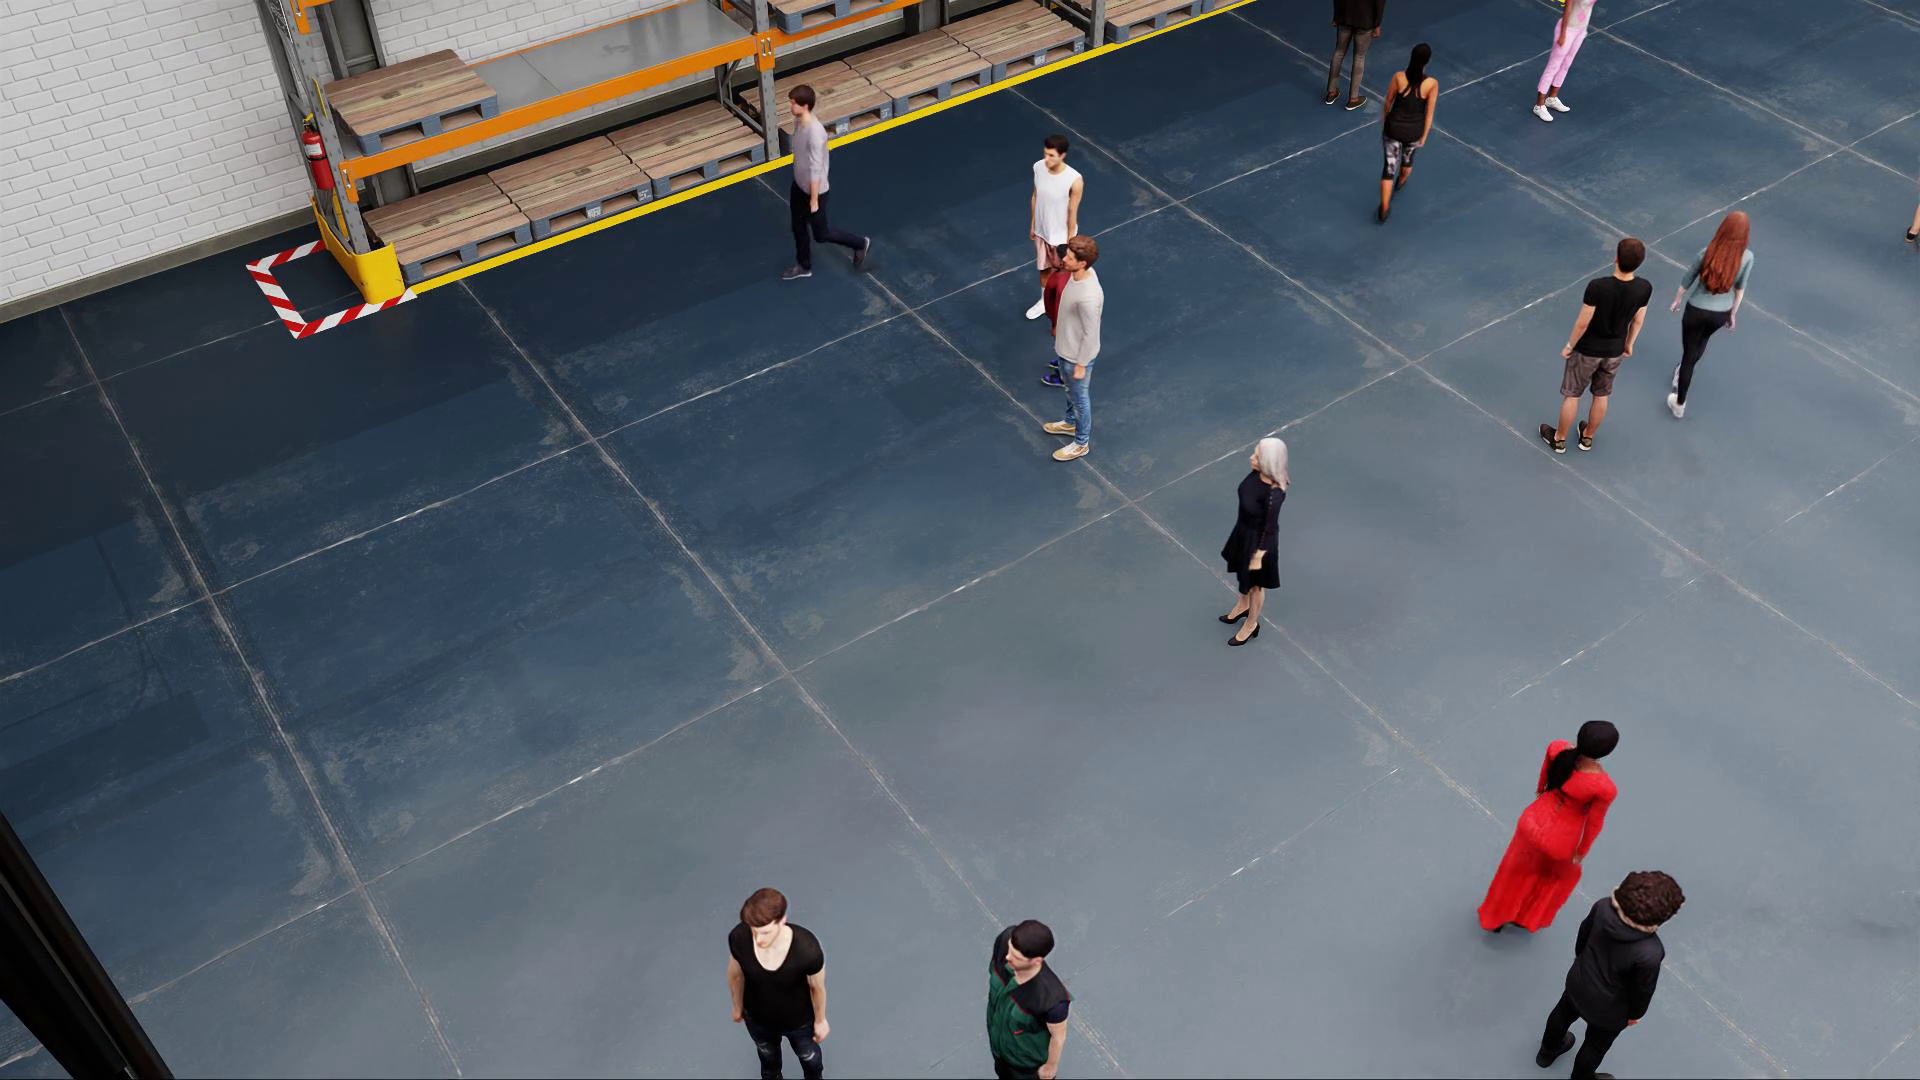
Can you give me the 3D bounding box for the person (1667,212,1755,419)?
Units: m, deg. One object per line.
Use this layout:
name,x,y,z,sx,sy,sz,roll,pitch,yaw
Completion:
person,5.728,-1.675,12.752,0.894,1.721,0.958,7,44,7

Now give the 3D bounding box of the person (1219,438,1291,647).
person,1.937,0.008,10.968,0.711,1.746,0.697,-5,44,-5

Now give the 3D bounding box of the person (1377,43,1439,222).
person,3.950,-3.622,14.869,0.988,1.621,1.117,12,45,12

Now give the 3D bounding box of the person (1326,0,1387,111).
person,3.883,-5.103,16.293,0.728,1.800,0.672,26,50,25

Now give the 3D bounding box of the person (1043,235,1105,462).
person,0.872,-1.439,12.372,0.731,1.904,0.753,-7,44,-7

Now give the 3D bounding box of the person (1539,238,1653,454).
person,4.763,-1.439,12.402,0.711,1.861,0.835,-2,44,-3

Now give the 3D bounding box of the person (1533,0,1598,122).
person,5.943,-4.963,16.189,0.457,1.740,0.644,-28,50,-27

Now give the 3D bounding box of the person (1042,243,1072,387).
person,0.824,-1.806,13.229,0.639,1.253,0.571,11,45,11

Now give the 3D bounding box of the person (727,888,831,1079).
person,-0.905,2.347,8.403,0.750,1.897,0.806,8,44,8

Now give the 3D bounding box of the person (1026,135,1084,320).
person,0.797,-2.539,13.615,0.672,1.782,0.633,32,52,29

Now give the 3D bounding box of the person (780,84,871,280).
person,-1.172,-3.001,14.071,1.062,1.821,0.764,-18,46,-18

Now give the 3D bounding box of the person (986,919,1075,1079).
person,0.323,2.465,8.276,0.551,1.901,0.670,-25,49,-24

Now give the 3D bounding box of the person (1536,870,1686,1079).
person,3.319,2.284,8.555,0.625,1.778,0.661,-18,47,-18

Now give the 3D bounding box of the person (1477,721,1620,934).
person,3.216,1.661,9.216,0.708,1.768,0.645,-31,52,-29
